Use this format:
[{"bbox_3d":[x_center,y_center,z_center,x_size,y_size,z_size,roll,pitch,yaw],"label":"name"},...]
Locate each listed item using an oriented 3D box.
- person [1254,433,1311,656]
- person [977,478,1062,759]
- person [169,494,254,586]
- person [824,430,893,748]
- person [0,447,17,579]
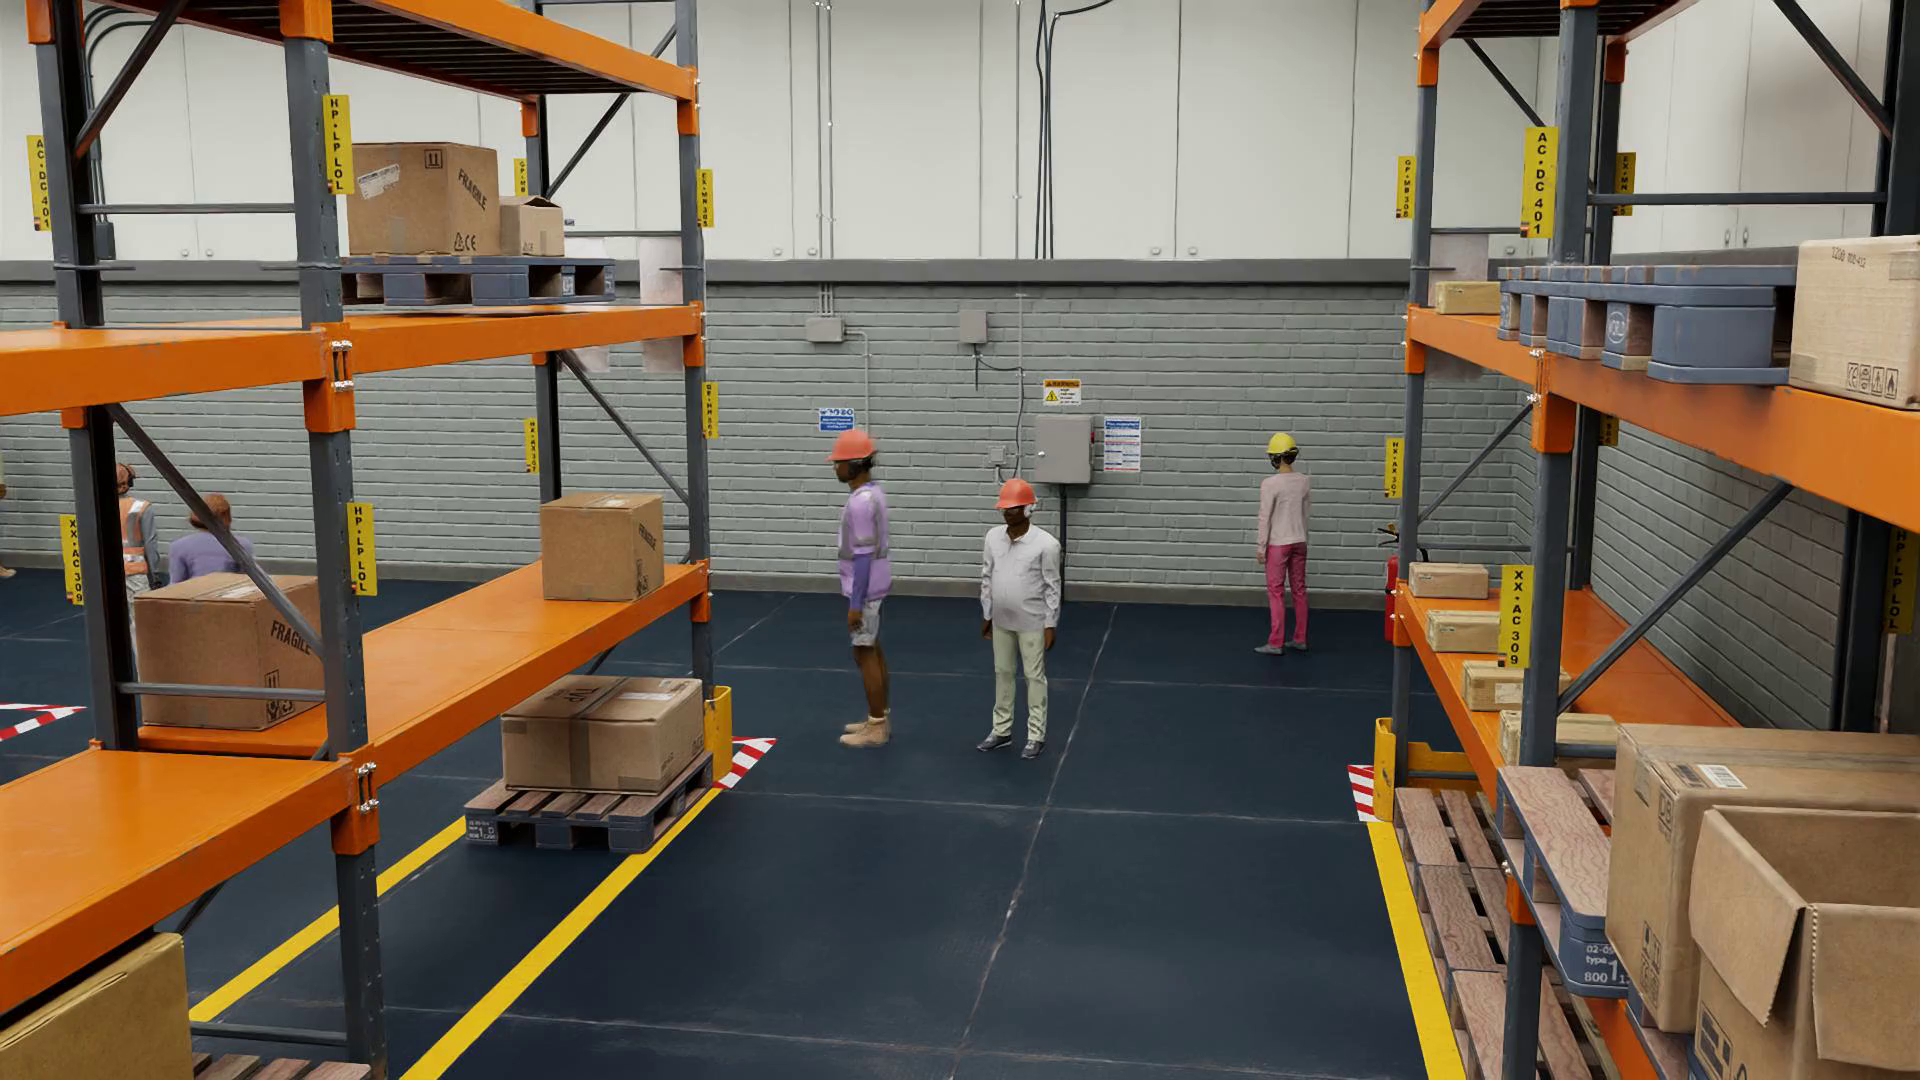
[{"bbox_3d":[2.550,0.032,13.181,0.522,1.758,0.350,-6,11,-35],"label":"person"},{"bbox_3d":[0.358,0.484,10.391,0.564,1.752,0.337,7,11,36],"label":"person"},{"bbox_3d":[-4.824,0.507,10.758,0.527,1.585,0.857,-3,10,-17],"label":"person"},{"bbox_3d":[-0.649,0.320,10.607,0.451,2.030,0.622,0,9,3],"label":"person"},{"bbox_3d":[-9.615,-0.615,16.266,0.615,2.047,0.358,2,9,10],"label":"person"}]
